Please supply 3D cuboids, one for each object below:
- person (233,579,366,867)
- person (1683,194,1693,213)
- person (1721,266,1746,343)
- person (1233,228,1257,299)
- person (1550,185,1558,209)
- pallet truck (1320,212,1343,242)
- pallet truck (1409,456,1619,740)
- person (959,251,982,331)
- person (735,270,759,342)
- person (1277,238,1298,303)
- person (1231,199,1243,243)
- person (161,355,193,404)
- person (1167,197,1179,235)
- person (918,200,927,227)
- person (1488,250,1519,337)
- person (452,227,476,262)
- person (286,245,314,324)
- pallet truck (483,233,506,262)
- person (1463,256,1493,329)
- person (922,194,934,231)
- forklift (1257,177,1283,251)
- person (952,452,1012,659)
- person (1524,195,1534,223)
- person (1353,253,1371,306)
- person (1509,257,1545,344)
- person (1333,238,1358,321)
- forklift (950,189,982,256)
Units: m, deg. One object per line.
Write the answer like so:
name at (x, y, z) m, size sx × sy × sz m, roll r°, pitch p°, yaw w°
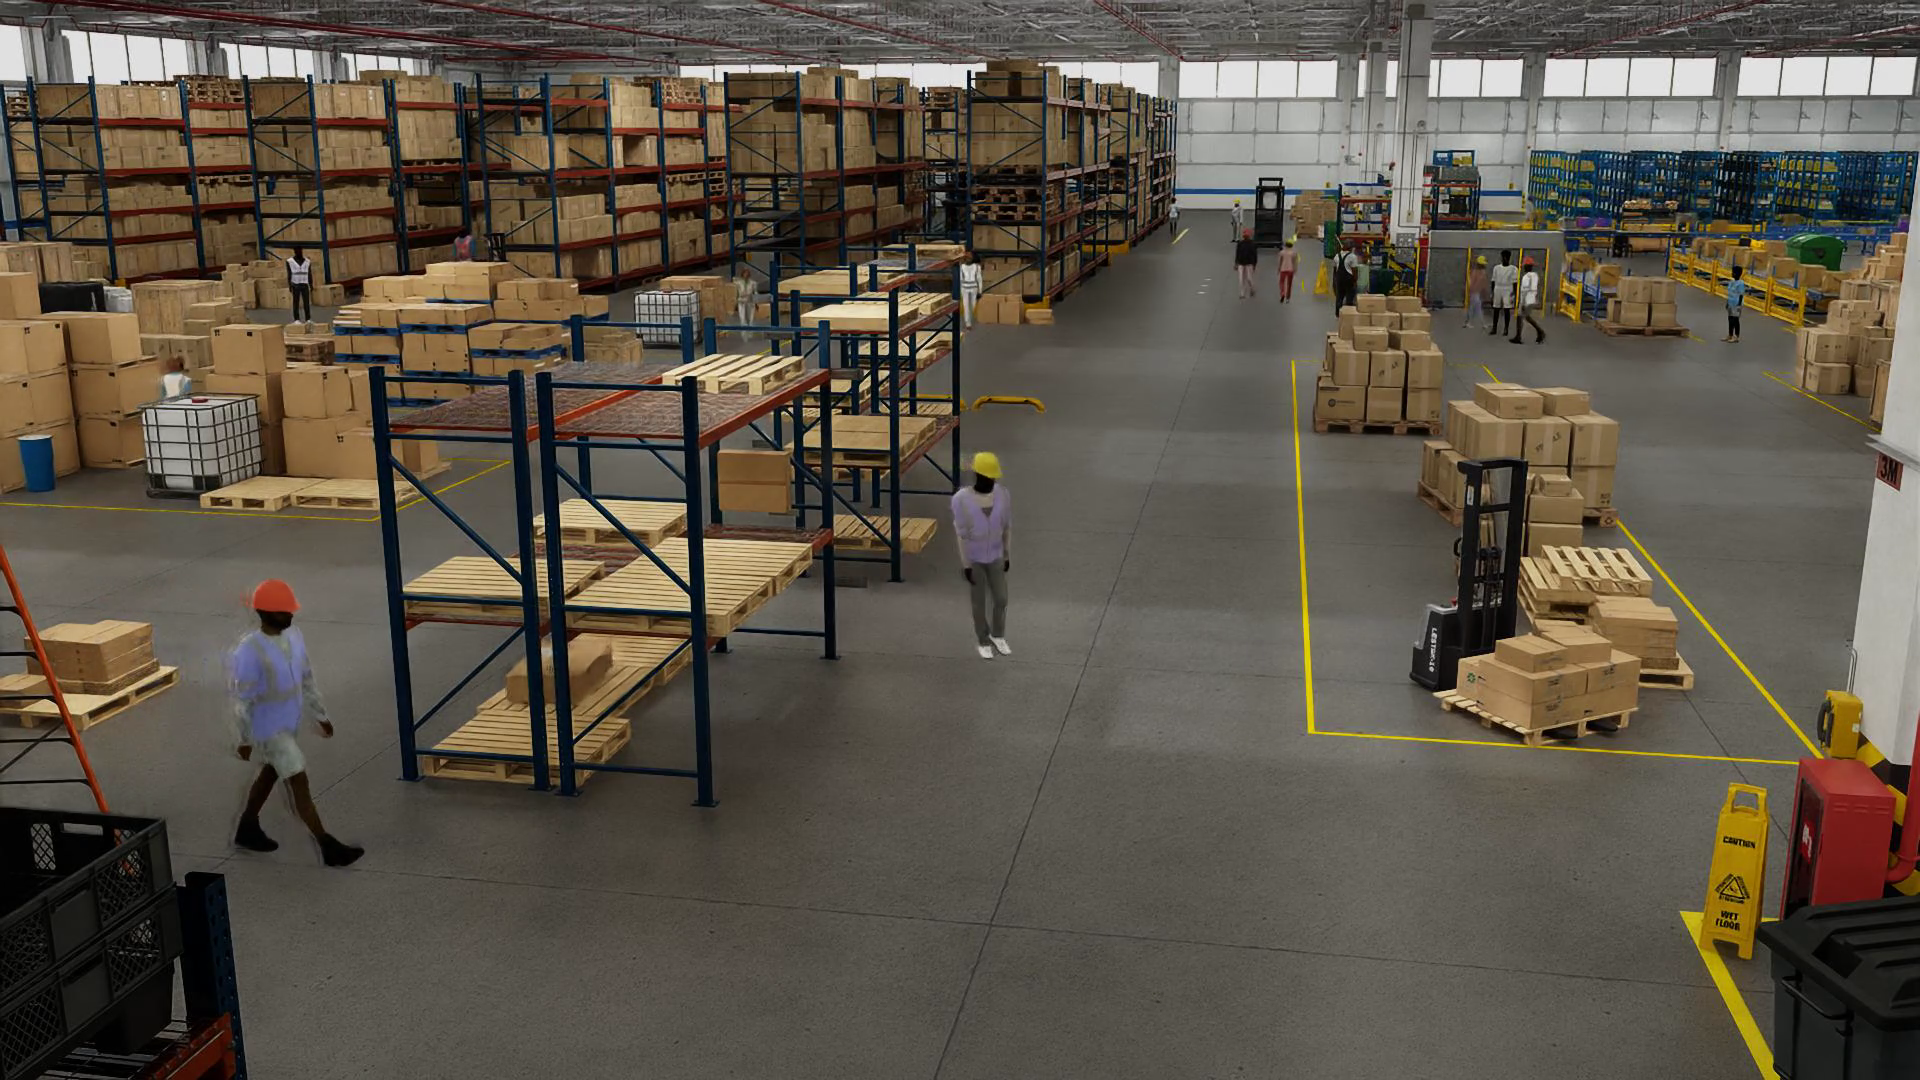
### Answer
person at (-4.326, 1.154, 10.587) m, size 1.031 × 1.884 × 0.554 m, roll 3°, pitch 14°, yaw 12°
person at (33.515, -15.016, 76.488) m, size 1.019 × 1.757 × 0.592 m, roll 9°, pitch 16°, yaw 31°
person at (17.169, -5.219, 36.852) m, size 0.320 × 1.693 × 0.537 m, roll -1°, pitch 14°, yaw -3°
person at (7.928, -7.686, 46.257) m, size 0.627 × 1.977 × 0.427 m, roll 10°, pitch 17°, yaw 35°
person at (31.443, -17.923, 88.099) m, size 0.374 × 1.843 × 0.573 m, roll -2°, pitch 14°, yaw -9°
pallet truck at (15.874, -13.227, 70.310) m, size 0.680 × 1.201 × 1.601 m, roll 10°, pitch 17°, yaw 35°
pallet truck at (4.504, 0.400, 13.395) m, size 0.823 × 1.965 × 1.885 m, roll -6°, pitch 15°, yaw -23°
person at (0.215, -5.854, 39.054) m, size 0.585 × 1.865 × 0.677 m, roll -2°, pitch 14°, yaw -9°
person at (-4.772, -5.260, 37.193) m, size 0.521 × 1.599 × 0.846 m, roll -2°, pitch 14°, yaw -10°
person at (8.939, -7.352, 45.358) m, size 0.559 × 1.751 × 0.367 m, roll 2°, pitch 14°, yaw 9°
person at (11.596, -13.372, 69.682) m, size 0.404 × 1.826 × 0.592 m, roll -10°, pitch 17°, yaw -35°
person at (-10.780, -1.739, 22.905) m, size 0.521 × 1.593 × 0.880 m, roll 3°, pitch 14°, yaw 13°
person at (9.554, -14.530, 74.651) m, size 0.558 × 1.671 × 0.656 m, roll 1°, pitch 14°, yaw 4°
person at (-1.836, -16.218, 80.973) m, size 0.565 × 1.944 × 0.651 m, roll -9°, pitch 16°, yaw -32°
person at (12.393, -5.631, 37.947) m, size 0.602 × 1.966 × 0.368 m, roll 10°, pitch 17°, yaw 36°
person at (-14.641, -8.267, 48.948) m, size 0.666 × 1.817 × 0.745 m, roll 2°, pitch 14°, yaw 9°
person at (-16.008, -6.195, 40.359) m, size 0.593 × 1.911 × 0.386 m, roll -12°, pitch 18°, yaw -39°
pallet truck at (-11.832, -7.026, 43.548) m, size 1.885 × 1.965 × 0.823 m, roll 8°, pitch 16°, yaw 28°
person at (12.313, -5.835, 39.290) m, size 0.904 × 1.719 × 0.529 m, roll 13°, pitch 19°, yaw 43°
person at (-1.448, -14.819, 75.525) m, size 0.590 × 1.833 × 0.404 m, roll -4°, pitch 14°, yaw -15°
forklift at (12.083, -12.747, 64.956) m, size 1.129 × 2.768 × 1.873 m, roll 3°, pitch 14°, yaw 10°
person at (0.203, 0.142, 14.658) m, size 0.587 × 1.891 × 0.474 m, roll -5°, pitch 15°, yaw -20°
person at (24.549, -13.935, 71.800) m, size 0.376 × 1.912 × 0.734 m, roll 4°, pitch 14°, yaw 14°
person at (10.064, -6.371, 41.651) m, size 0.491 × 1.617 × 0.525 m, roll 13°, pitch 19°, yaw 41°
person at (12.490, -5.245, 36.475) m, size 0.557 × 1.912 × 0.734 m, roll -12°, pitch 18°, yaw -41°
person at (9.531, -6.396, 40.900) m, size 0.538 × 2.000 × 0.682 m, roll -11°, pitch 18°, yaw -38°
forklift at (0.162, -9.519, 51.853) m, size 1.129 × 2.768 × 1.873 m, roll 3°, pitch 14°, yaw 10°
